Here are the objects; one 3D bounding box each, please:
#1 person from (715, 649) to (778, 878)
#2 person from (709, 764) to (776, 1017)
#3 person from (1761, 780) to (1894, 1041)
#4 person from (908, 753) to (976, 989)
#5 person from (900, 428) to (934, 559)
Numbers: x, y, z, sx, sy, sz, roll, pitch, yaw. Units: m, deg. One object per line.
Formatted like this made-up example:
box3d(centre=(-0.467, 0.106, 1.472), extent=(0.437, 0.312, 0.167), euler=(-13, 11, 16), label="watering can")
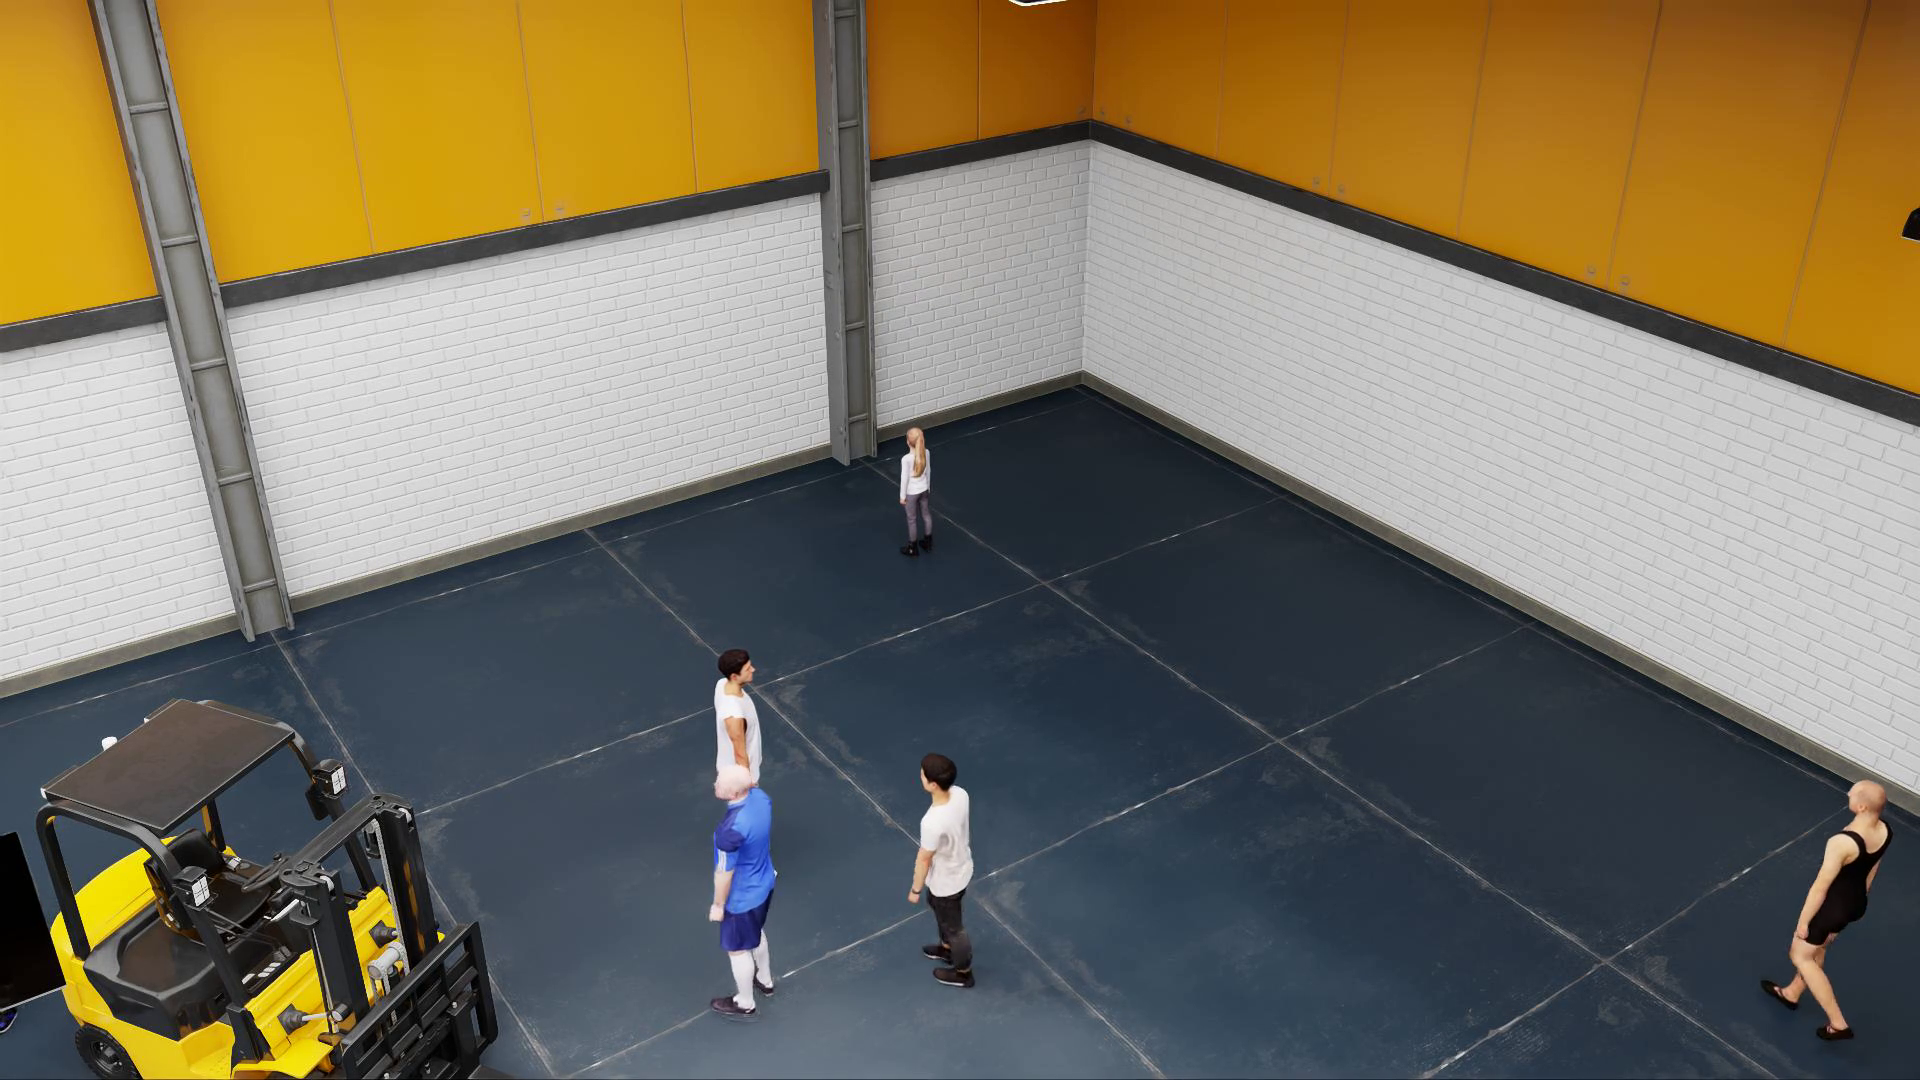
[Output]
box3d(centre=(-1.497, 1.507, 11.235), extent=(0.687, 1.788, 0.716), euler=(-7, 29, -13), label="person")
box3d(centre=(-1.306, 2.116, 10.069), extent=(0.880, 1.835, 0.797), euler=(10, 30, 17), label="person")
box3d(centre=(5.258, 2.233, 9.885), extent=(0.901, 1.806, 0.812), euler=(-13, 31, -22), label="person")
box3d(centre=(0.000, 2.074, 10.279), extent=(0.839, 1.707, 0.761), euler=(9, 30, 16), label="person")
box3d(centre=(-0.399, -0.449, 15.352), extent=(0.429, 1.279, 0.546), euler=(-20, 34, -32), label="person")
